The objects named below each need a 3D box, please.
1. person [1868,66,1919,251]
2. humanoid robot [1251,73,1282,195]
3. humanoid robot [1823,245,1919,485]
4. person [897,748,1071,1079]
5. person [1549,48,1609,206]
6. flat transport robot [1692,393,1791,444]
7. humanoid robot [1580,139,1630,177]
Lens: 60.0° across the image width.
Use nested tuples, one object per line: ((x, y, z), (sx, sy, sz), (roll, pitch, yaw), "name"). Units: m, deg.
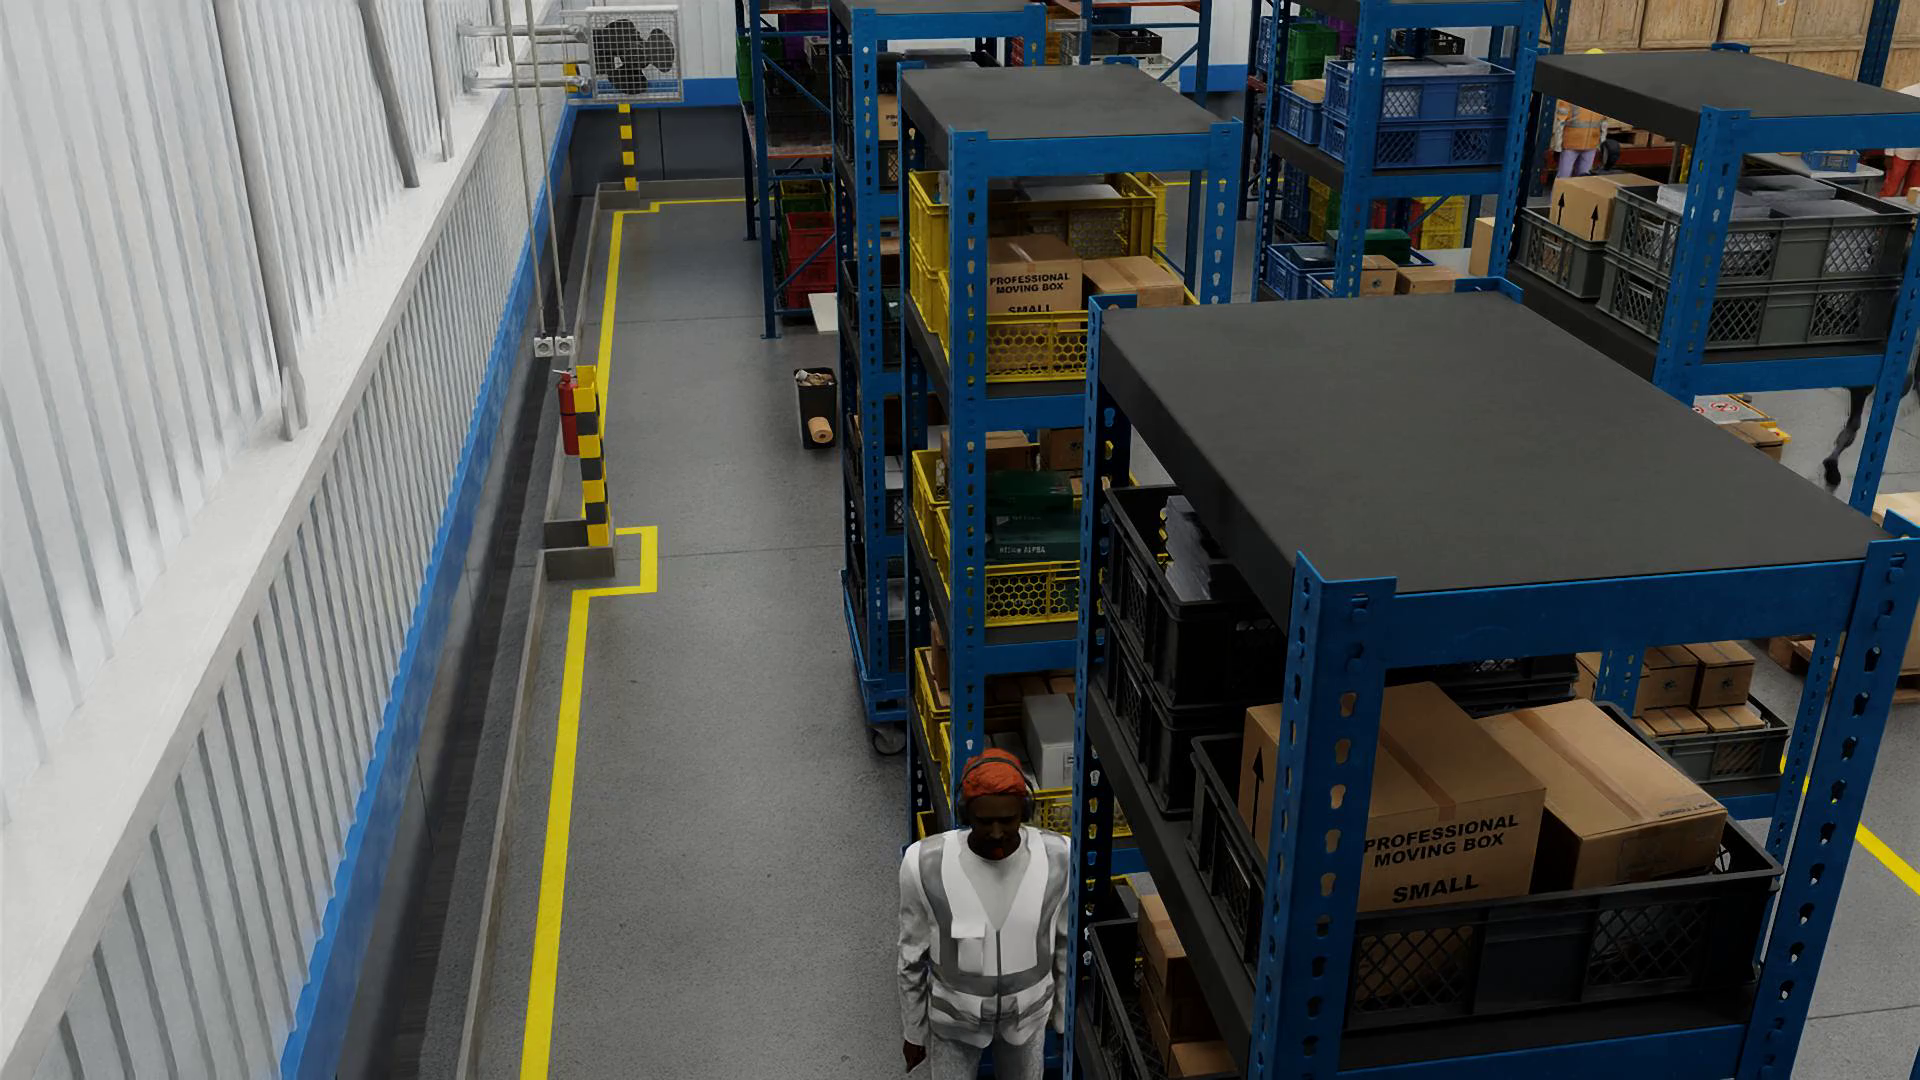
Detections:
((9.545, -3.875, 16.667), (0.607, 1.988, 0.384), (-4, 25, -8), "person")
((3.581, -4.781, 18.990), (0.584, 1.657, 0.327), (-4, 25, -8), "humanoid robot")
((6.143, -1.157, 11.131), (0.543, 1.630, 0.616), (-21, 32, -37), "humanoid robot")
((0.093, 1.480, 5.153), (0.572, 1.882, 0.357), (-4, 25, -8), "person")
((6.429, -4.104, 17.236), (0.584, 1.927, 0.362), (-4, 25, -8), "person")
((5.224, -0.859, 12.132), (1.431, 0.197, 0.652), (-4, 25, -8), "flat transport robot")
((5.439, -2.593, 14.237), (0.584, 1.654, 0.327), (-4, 25, -8), "humanoid robot")
